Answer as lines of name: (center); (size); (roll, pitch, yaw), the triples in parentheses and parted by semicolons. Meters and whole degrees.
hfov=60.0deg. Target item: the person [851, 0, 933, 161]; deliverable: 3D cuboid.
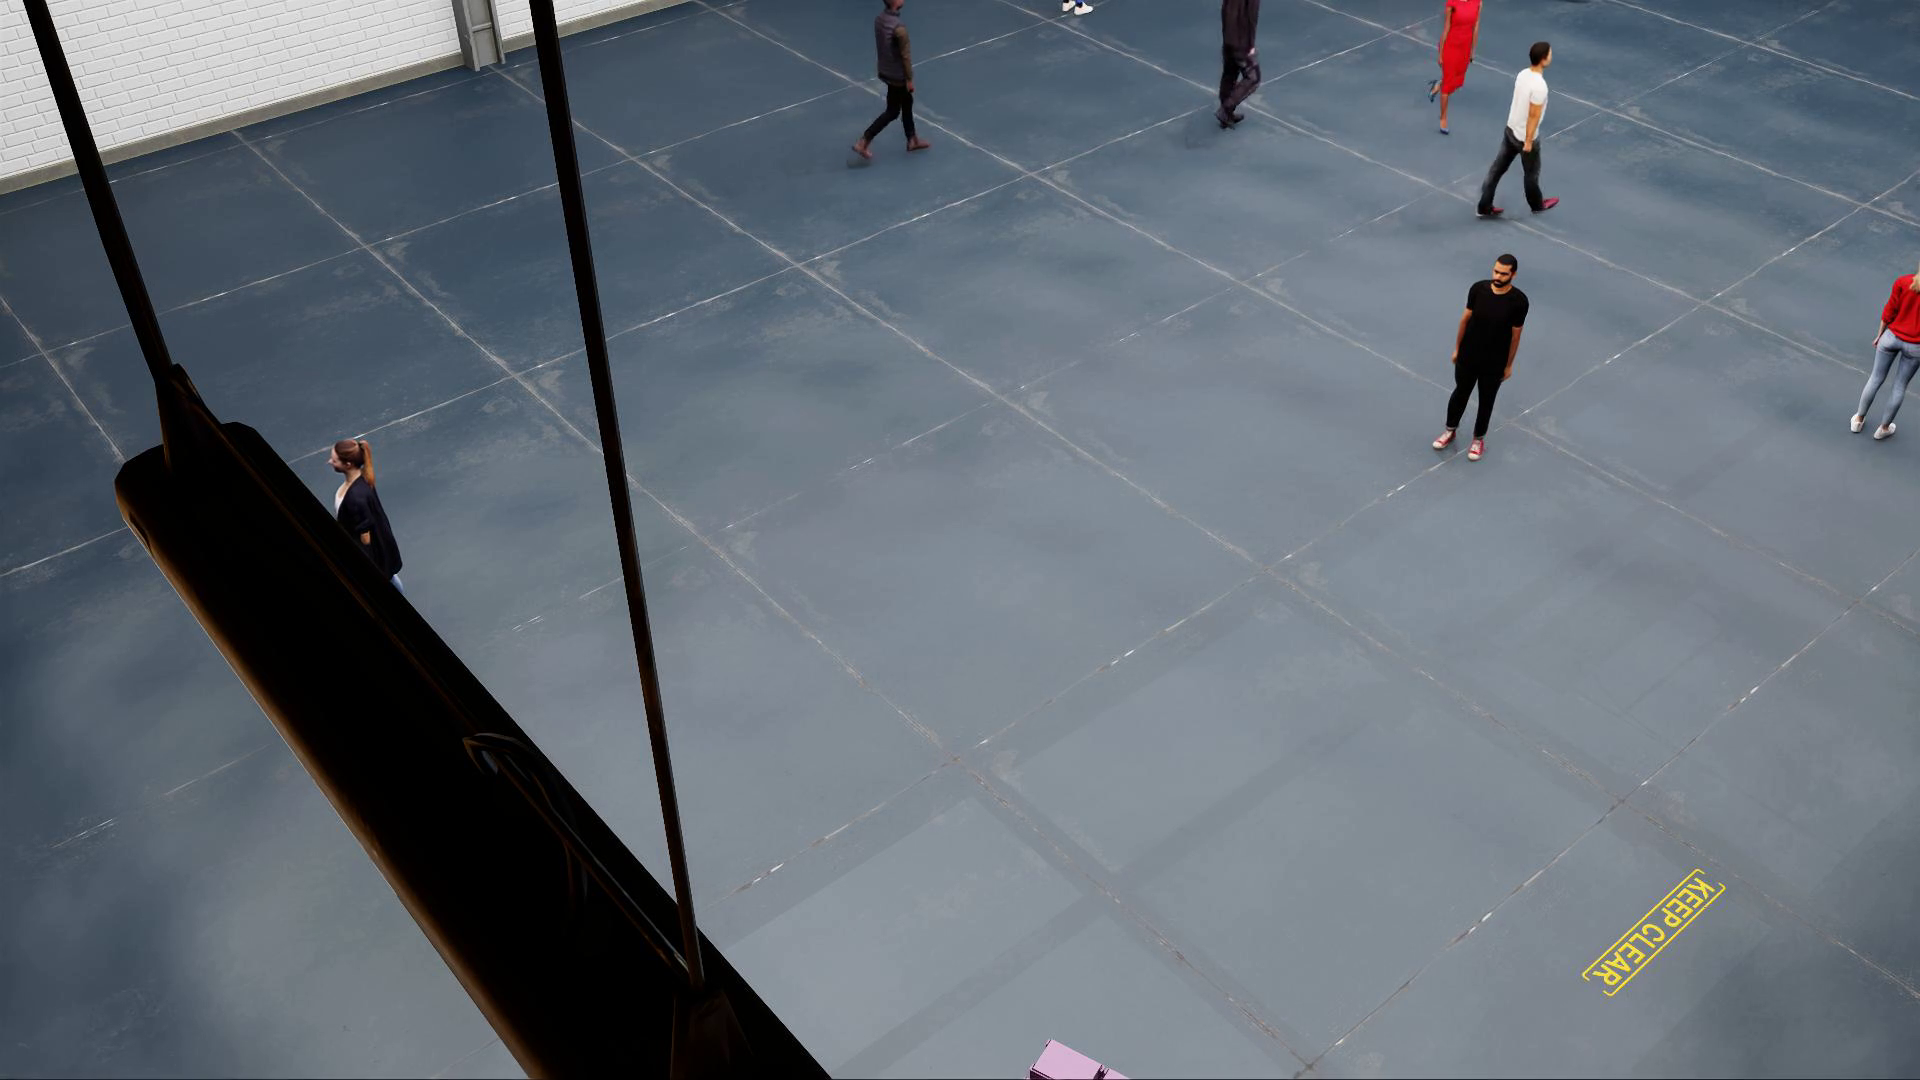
person: (-0.741, -4.748, 17.099); (1.254, 1.801, 0.924); (-15, 41, -18)

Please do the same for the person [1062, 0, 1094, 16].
person: (1.422, -7.363, 20.399); (0.662, 1.769, 0.568); (32, 48, 33)

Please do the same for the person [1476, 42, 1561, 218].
person: (5.346, -3.925, 16.087); (1.148, 1.777, 0.955); (-9, 39, -11)

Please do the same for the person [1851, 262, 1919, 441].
person: (7.492, -1.568, 13.193); (0.658, 1.706, 0.580); (26, 45, 28)

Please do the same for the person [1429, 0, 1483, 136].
person: (5.249, -5.248, 17.784); (0.905, 1.727, 0.858); (-9, 39, -11)

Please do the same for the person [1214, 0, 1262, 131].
person: (2.910, -5.241, 17.635); (0.809, 1.903, 0.735); (-22, 43, -25)

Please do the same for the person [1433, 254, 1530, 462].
person: (4.098, -1.450, 13.006); (0.698, 1.756, 0.677); (21, 43, 24)

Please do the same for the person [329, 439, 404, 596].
person: (-3.960, 0.021, 11.221); (0.697, 1.684, 0.708); (-10, 40, -12)
